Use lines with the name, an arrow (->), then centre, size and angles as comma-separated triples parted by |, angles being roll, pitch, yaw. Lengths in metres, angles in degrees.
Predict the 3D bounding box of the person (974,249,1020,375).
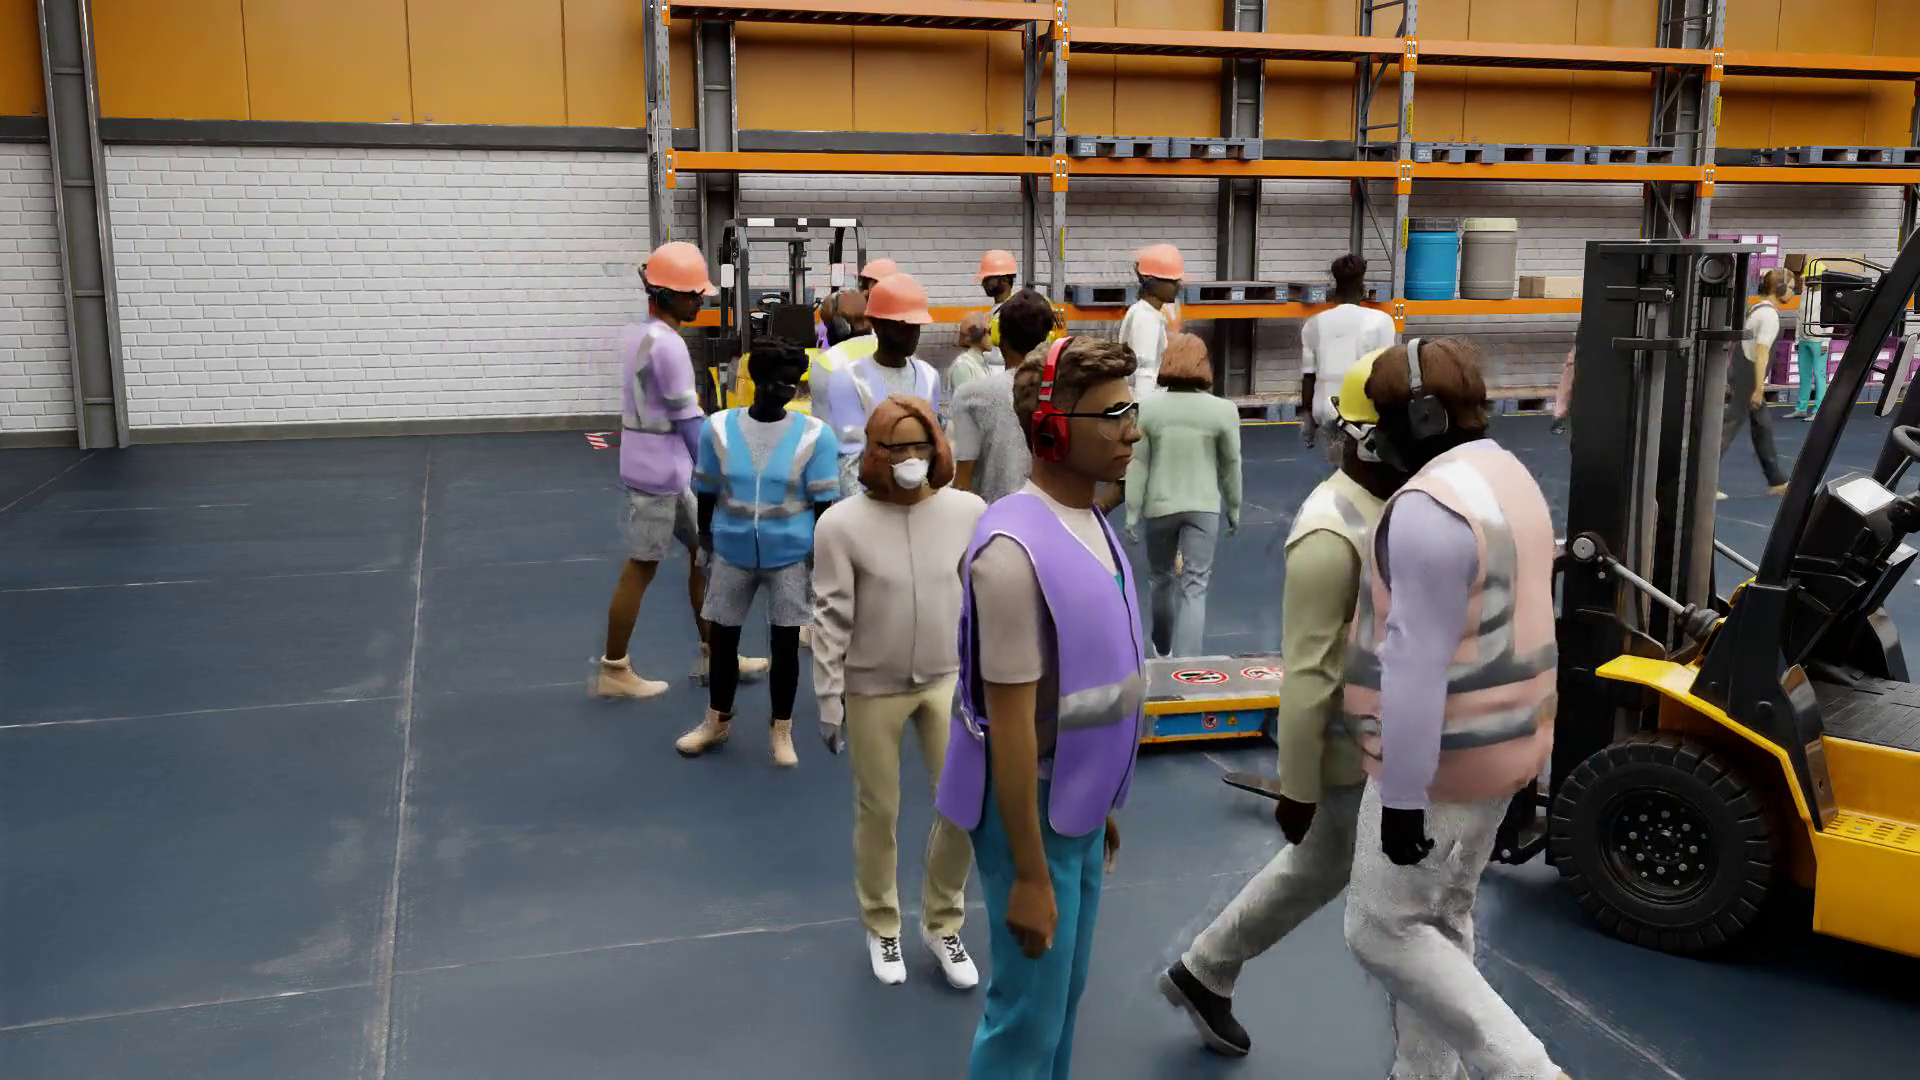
person -> 0.271, -1.019, 11.439 | 0.353, 1.939, 0.544 | -3, 11, -15

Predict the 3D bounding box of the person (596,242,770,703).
person -> -1.184, -0.279, 7.219 | 0.940, 1.987, 0.622 | -3, 11, -17

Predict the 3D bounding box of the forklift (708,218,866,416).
forklift -> -1.522, -1.778, 14.899 | 1.214, 2.155, 2.313 | -3, 11, -17

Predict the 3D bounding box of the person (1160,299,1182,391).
person -> 2.093, -1.884, 16.944 | 0.318, 1.660, 0.645 | 9, 14, 40

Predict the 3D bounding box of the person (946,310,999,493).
person -> 0.004, -0.505, 9.502 | 0.668, 1.611, 0.521 | 4, 11, 20

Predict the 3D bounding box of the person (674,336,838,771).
person -> -0.757, 0.054, 6.286 | 0.619, 1.662, 0.407 | 1, 10, 5

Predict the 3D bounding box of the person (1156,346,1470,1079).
person -> 0.872, 0.439, 3.868 | 0.895, 1.797, 0.584 | 5, 11, 25

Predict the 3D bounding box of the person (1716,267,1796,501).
person -> 6.150, -1.188, 12.784 | 0.961, 1.778, 0.623 | 3, 11, 16

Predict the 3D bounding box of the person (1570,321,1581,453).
person -> 3.765, -0.644, 9.440 | 0.591, 1.917, 0.379 | 2, 10, 10

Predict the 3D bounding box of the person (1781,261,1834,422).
person -> 9.374, -2.182, 18.312 | 0.337, 1.760, 0.526 | -2, 10, -10

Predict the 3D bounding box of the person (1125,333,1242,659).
person -> 1.008, -0.127, 7.502 | 0.514, 1.590, 0.783 | 2, 10, 10

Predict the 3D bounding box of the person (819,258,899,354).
person -> -0.639, -0.851, 10.651 | 0.602, 1.889, 0.500 | -8, 13, -37

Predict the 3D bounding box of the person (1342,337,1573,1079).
person -> 1.082, 0.485, 3.543 | 0.566, 1.814, 0.672 | 7, 13, 34

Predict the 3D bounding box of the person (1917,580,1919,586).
person -> 5.703, -0.607, 9.320 | 0.419, 1.893, 0.674 | 4, 11, 21

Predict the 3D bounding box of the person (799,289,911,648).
person -> -0.456, -0.281, 7.844 | 0.633, 1.784, 0.962 | -8, 13, -37

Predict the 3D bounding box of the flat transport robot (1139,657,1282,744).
flat transport robot -> 0.906, 0.658, 6.822 | 1.431, 0.197, 0.652 | -2, 11, -11

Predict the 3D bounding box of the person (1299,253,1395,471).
person -> 2.307, -0.767, 10.083 | 0.625, 1.931, 0.823 | 10, 14, 42

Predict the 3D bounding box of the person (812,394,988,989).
person -> -0.135, 0.423, 4.418 | 0.526, 1.615, 0.504 | -3, 11, -18

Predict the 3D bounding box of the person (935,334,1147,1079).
person -> 0.163, 0.538, 3.151 | 0.389, 1.847, 0.563 | 3, 11, 16

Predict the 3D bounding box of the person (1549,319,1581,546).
person -> 4.064, -0.806, 10.505 | 0.992, 1.851, 0.678 | -5, 12, -26

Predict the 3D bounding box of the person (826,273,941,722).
person -> -0.271, -0.113, 6.652 | 0.558, 1.875, 1.036 | -8, 13, -36

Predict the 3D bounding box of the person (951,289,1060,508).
person -> 0.155, 0.038, 5.924 | 0.536, 1.833, 0.846 | -2, 11, -13

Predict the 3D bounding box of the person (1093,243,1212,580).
person -> 0.973, -0.723, 9.698 | 0.944, 2.006, 0.618 | 1, 10, 8

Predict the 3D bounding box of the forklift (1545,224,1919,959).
forklift -> 2.909, 0.117, 4.508 | 2.313, 2.155, 1.214 | 9, 14, 40
